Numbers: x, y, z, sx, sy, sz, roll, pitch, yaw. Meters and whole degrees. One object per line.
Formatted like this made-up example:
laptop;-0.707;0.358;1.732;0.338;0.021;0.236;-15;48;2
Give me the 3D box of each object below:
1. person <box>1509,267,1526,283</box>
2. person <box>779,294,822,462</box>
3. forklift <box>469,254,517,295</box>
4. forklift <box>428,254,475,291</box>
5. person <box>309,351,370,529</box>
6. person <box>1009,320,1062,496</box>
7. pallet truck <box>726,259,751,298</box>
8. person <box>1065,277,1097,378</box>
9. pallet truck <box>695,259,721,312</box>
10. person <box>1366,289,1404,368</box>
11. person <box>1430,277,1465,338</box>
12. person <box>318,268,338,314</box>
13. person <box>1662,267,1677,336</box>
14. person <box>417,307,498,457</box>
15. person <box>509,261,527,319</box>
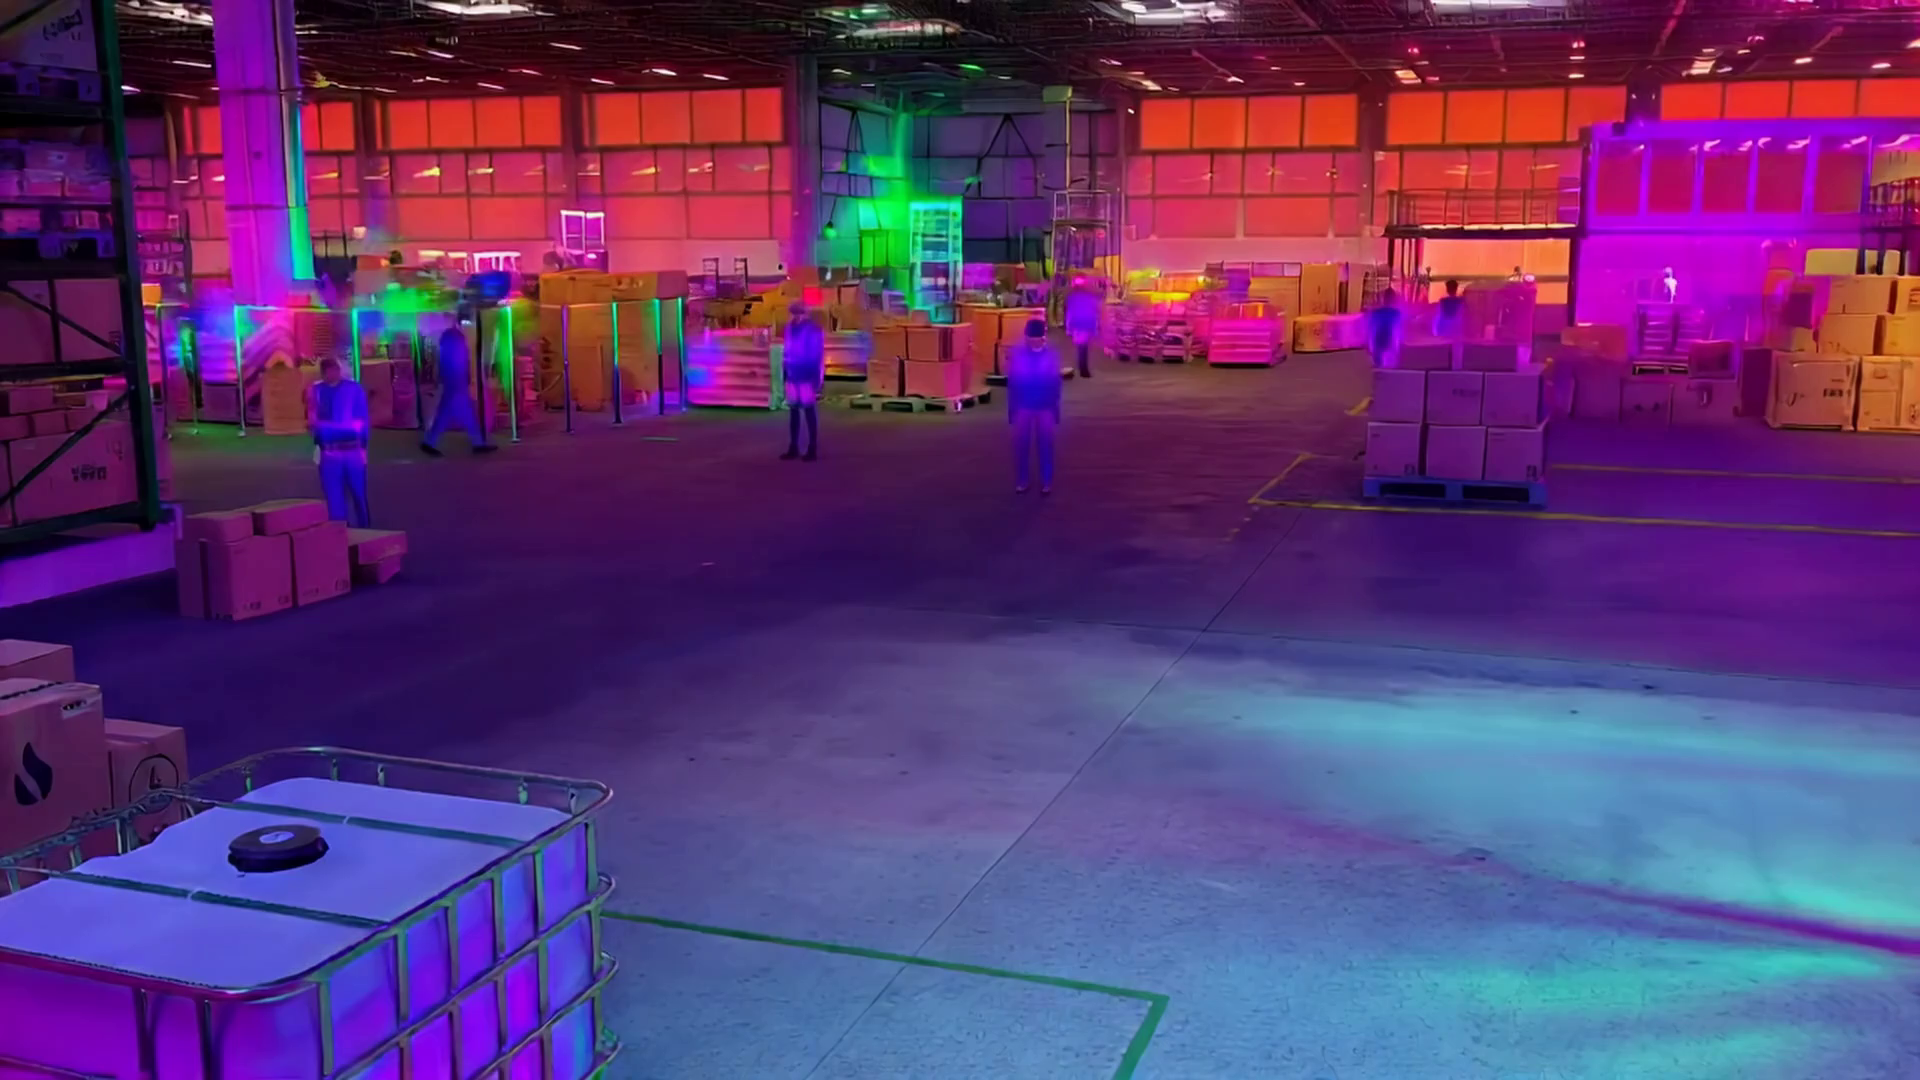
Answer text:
person;16.816;-7.330;50.271;0.509;1.842;0.329;4;11;21
person;-1.855;-1.870;19.259;0.544;1.939;0.354;6;12;30
forklift;-17.990;-10.121;64.684;1.157;1.987;2.680;3;11;17
forklift;-20.133;-10.254;65.465;1.157;1.987;2.680;3;11;19
person;-5.117;-0.741;13.738;0.518;1.639;0.313;2;10;12
person;0.750;-1.313;16.604;0.533;1.767;0.327;0;10;1
pallet truck;-7.986;-9.493;62.019;0.823;1.965;1.885;3;11;17
person;2.267;-4.038;31.601;0.539;1.883;0.951;-5;11;-28
pallet truck;-9.165;-9.627;62.776;0.823;1.965;1.885;4;11;23
person;6.486;-2.906;25.424;0.540;1.826;0.895;3;10;14
person;8.637;-3.682;29.455;0.626;1.934;0.802;6;12;29
person;-17.647;-6.673;46.521;0.656;1.867;0.716;0;10;1
person;18.942;-6.331;44.436;0.371;1.916;0.597;9;13;41
person;-6.034;-1.873;19.762;0.946;1.777;0.626;-5;11;-27
person;-12.856;-7.137;48.622;0.373;2.043;0.615;7;12;35
